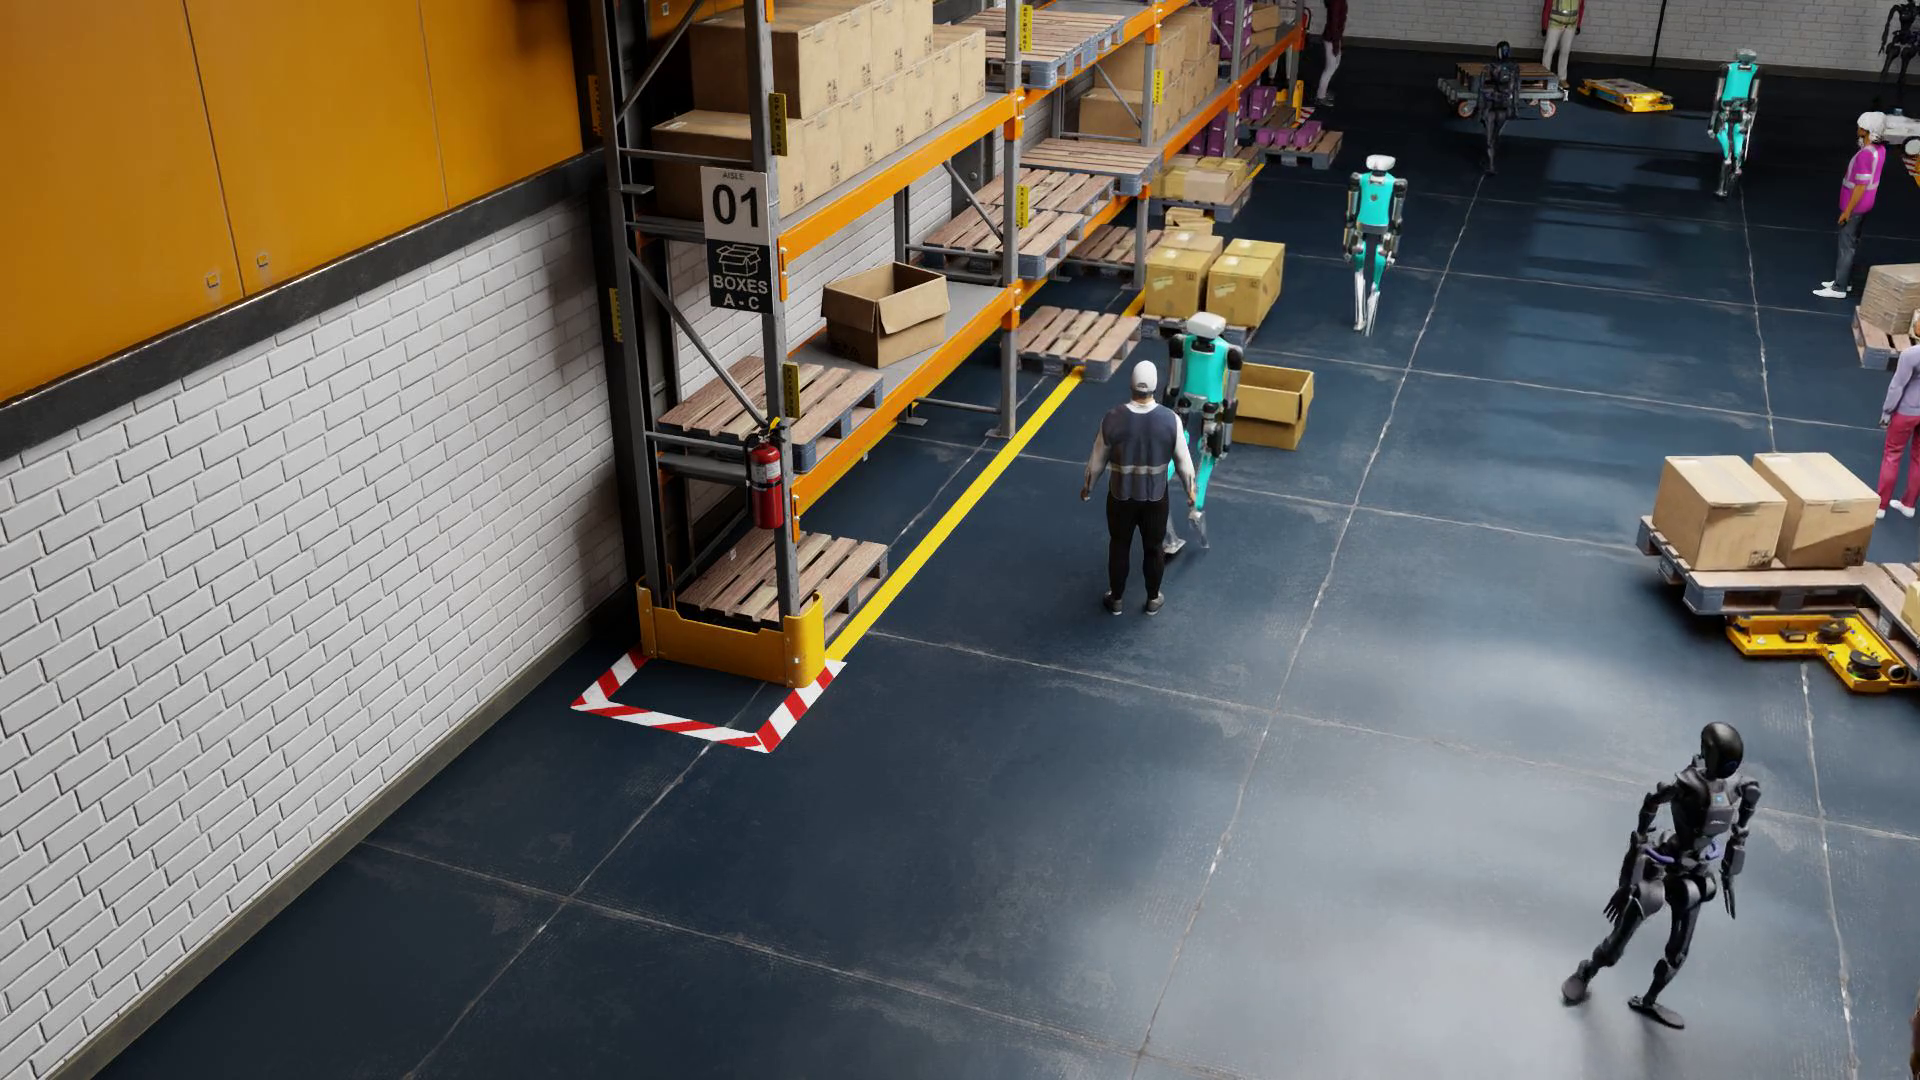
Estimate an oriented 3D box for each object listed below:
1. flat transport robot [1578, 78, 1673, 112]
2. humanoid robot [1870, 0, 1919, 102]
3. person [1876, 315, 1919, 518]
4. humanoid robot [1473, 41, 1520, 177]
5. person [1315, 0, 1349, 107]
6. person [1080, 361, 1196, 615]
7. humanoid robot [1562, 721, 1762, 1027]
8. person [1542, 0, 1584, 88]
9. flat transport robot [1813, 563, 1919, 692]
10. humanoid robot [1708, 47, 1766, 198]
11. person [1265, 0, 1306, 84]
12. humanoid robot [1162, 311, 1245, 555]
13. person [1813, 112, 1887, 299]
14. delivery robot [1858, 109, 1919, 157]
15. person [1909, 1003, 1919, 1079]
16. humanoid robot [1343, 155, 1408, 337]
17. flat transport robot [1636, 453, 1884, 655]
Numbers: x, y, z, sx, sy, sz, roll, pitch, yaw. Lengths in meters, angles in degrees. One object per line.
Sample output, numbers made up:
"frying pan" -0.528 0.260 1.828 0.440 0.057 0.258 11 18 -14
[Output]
"flat transport robot" 9.774 -6.546 24.449 0.659 0.231 1.431 -6 28 -12
"humanoid robot" 13.765 -7.230 24.275 0.606 1.642 0.613 -25 36 -39
"person" 6.915 -0.921 12.055 0.499 1.628 0.291 -4 27 -7
"humanoid robot" 6.697 -5.360 20.663 0.608 1.626 0.771 -7 28 -13
"person" 5.416 -7.235 24.000 0.485 1.904 0.606 10 29 19
"person" 1.155 -0.319 10.742 0.751 1.758 0.433 2 27 3
"humanoid robot" 3.139 1.458 7.393 0.593 1.646 0.466 -4 28 -8
"person" 9.081 -7.764 25.108 0.628 1.839 0.430 -4 27 -7
"flat transport robot" 6.157 0.708 10.378 1.431 0.231 0.659 1 27 1
"humanoid robot" 9.087 -4.770 19.456 0.541 1.834 0.757 1 27 2
"person" 4.939 -7.936 25.331 0.628 1.935 0.373 5 28 10
"humanoid robot" 1.556 -0.622 11.385 0.541 1.805 0.808 14 30 25
"person" 8.844 -3.307 16.441 0.318 1.846 0.521 21 34 35
"delivery robot" 12.265 -5.338 21.810 0.804 0.611 0.499 8 28 15
"person" 3.825 1.989 6.092 0.597 1.921 0.914 7 28 13
"humanoid robot" 3.867 -2.711 15.511 0.538 1.869 0.740 12 30 23
"flat transport robot" 5.264 0.339 11.093 0.659 0.231 1.431 -1 27 -1
